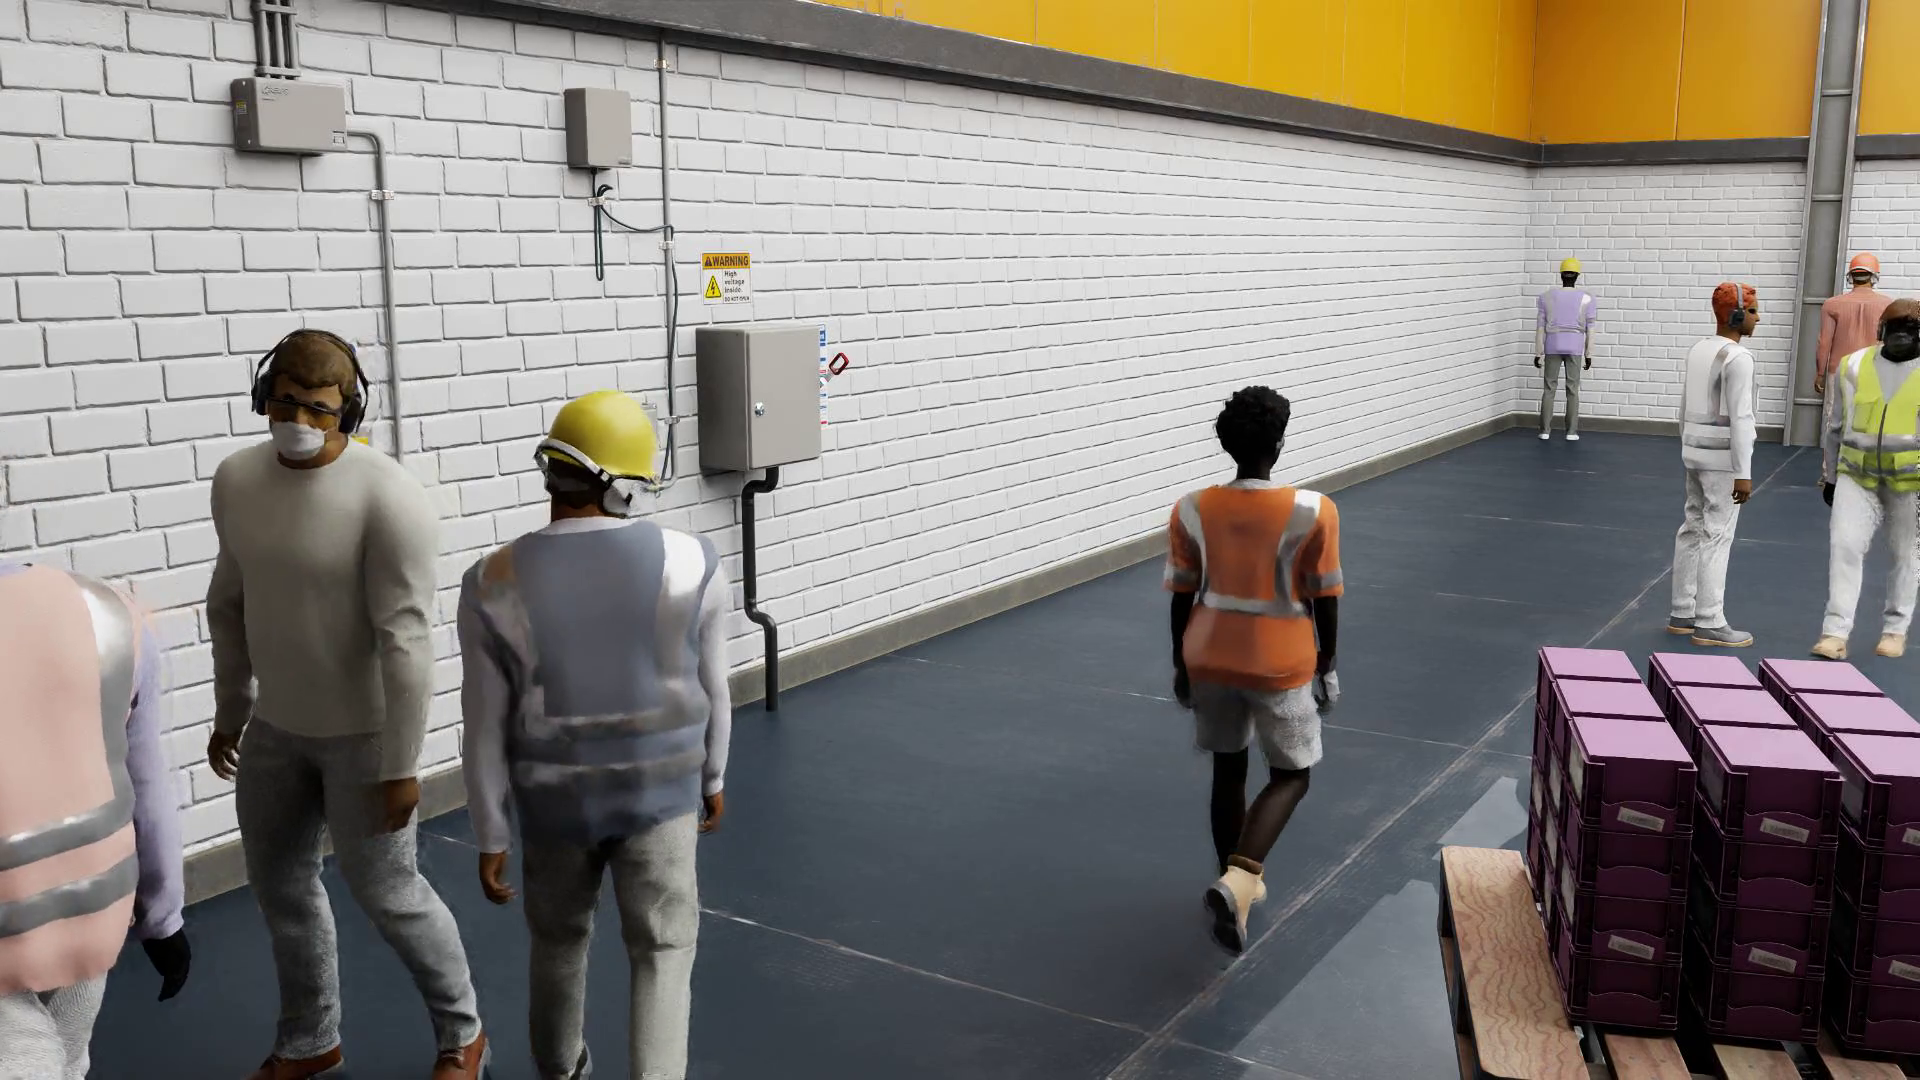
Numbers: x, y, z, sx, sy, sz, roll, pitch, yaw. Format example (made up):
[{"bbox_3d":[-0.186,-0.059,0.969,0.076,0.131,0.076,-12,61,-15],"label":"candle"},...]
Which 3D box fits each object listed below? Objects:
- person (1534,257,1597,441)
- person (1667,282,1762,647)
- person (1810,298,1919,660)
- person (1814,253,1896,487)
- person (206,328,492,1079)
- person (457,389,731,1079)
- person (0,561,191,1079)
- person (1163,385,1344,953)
[{"bbox_3d":[6.337,-1.993,17.455,0.585,1.919,0.388,3,11,17],"label":"person"},{"bbox_3d":[3.955,-0.393,8.678,0.341,1.882,0.587,0,10,-3],"label":"person"},{"bbox_3d":[4.574,-0.276,8.232,0.648,1.809,0.830,9,13,40],"label":"person"},{"bbox_3d":[7.584,-1.425,14.094,0.617,1.990,0.393,4,11,22],"label":"person"},{"bbox_3d":[-1.471,0.446,3.985,0.679,1.916,0.496,5,11,26],"label":"person"},{"bbox_3d":[-0.794,0.556,3.695,0.590,1.791,0.885,-2,10,-12],"label":"person"},{"bbox_3d":[-1.732,0.699,2.875,0.978,1.788,0.633,5,12,27],"label":"person"},{"bbox_3d":[0.841,0.384,4.926,0.542,1.680,0.626,6,12,31],"label":"person"}]
